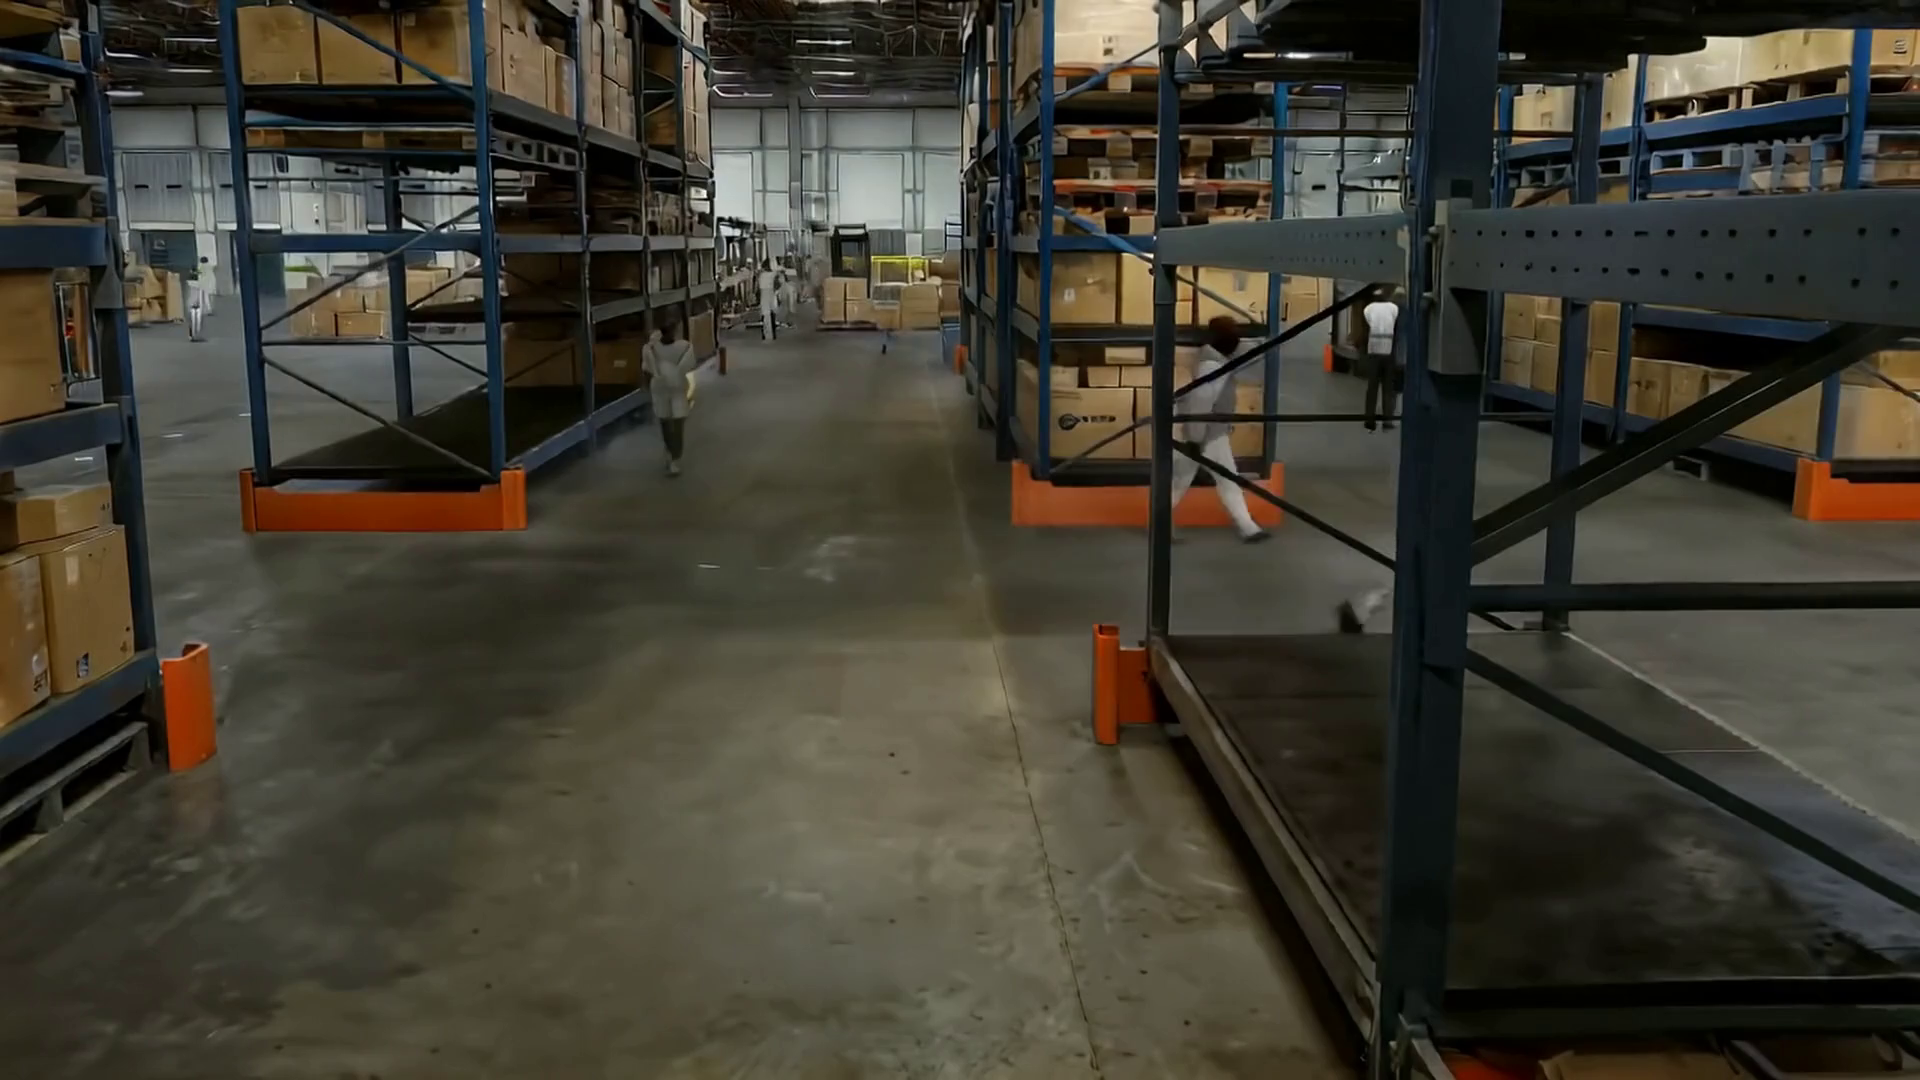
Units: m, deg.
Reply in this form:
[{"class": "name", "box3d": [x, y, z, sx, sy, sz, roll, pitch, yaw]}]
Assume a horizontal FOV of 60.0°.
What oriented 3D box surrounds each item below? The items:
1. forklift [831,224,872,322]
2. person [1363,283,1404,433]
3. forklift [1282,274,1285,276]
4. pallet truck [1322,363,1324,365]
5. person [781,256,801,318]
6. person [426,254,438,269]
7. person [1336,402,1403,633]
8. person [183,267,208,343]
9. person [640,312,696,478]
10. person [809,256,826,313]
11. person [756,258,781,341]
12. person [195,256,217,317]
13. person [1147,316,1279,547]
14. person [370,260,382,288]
[{"class": "forklift", "box3d": [-3.054, -7.462, 46.693, 1.129, 2.768, 1.873, 0, 10, -2]}, {"class": "person", "box3d": [5.205, -2.267, 20.426, 0.392, 1.920, 0.587, -9, 13, -40]}, {"class": "forklift", "box3d": [12.142, -10.797, 65.270, 1.129, 2.768, 1.873, 0, 10, -2]}, {"class": "pallet truck", "box3d": [7.712, -4.157, 30.737, 1.885, 1.965, 0.823, 3, 11, 16]}, {"class": "person", "box3d": [-5.235, -7.815, 51.367, 0.613, 1.902, 0.645, -7, 13, -35]}, {"class": "person", "box3d": [-17.170, -8.335, 54.184, 0.353, 1.936, 0.635, -8, 13, -39]}, {"class": "person", "box3d": [2.500, -0.234, 9.120, 0.671, 1.918, 0.631, 6, 12, 28]}, {"class": "person", "box3d": [-17.742, -5.442, 38.589, 0.341, 1.757, 0.553, 3, 11, 18]}, {"class": "person", "box3d": [-2.933, -1.472, 16.755, 0.540, 1.649, 0.892, 0, 10, 1]}, {"class": "person", "box3d": [-4.706, -8.433, 54.882, 0.504, 1.878, 0.616, -6, 12, -31]}, {"class": "person", "box3d": [-4.545, -5.708, 39.465, 0.611, 1.966, 0.362, 1, 10, 8]}, {"class": "person", "box3d": [-23.611, -7.909, 51.911, 0.957, 1.896, 0.656, 6, 12, 31]}, {"class": "person", "box3d": [1.930, -0.829, 12.809, 1.012, 1.781, 0.638, 1, 10, 3]}, {"class": "person", "box3d": [-15.896, -6.706, 45.360, 0.391, 1.856, 0.533, -8, 13, -39]}]
